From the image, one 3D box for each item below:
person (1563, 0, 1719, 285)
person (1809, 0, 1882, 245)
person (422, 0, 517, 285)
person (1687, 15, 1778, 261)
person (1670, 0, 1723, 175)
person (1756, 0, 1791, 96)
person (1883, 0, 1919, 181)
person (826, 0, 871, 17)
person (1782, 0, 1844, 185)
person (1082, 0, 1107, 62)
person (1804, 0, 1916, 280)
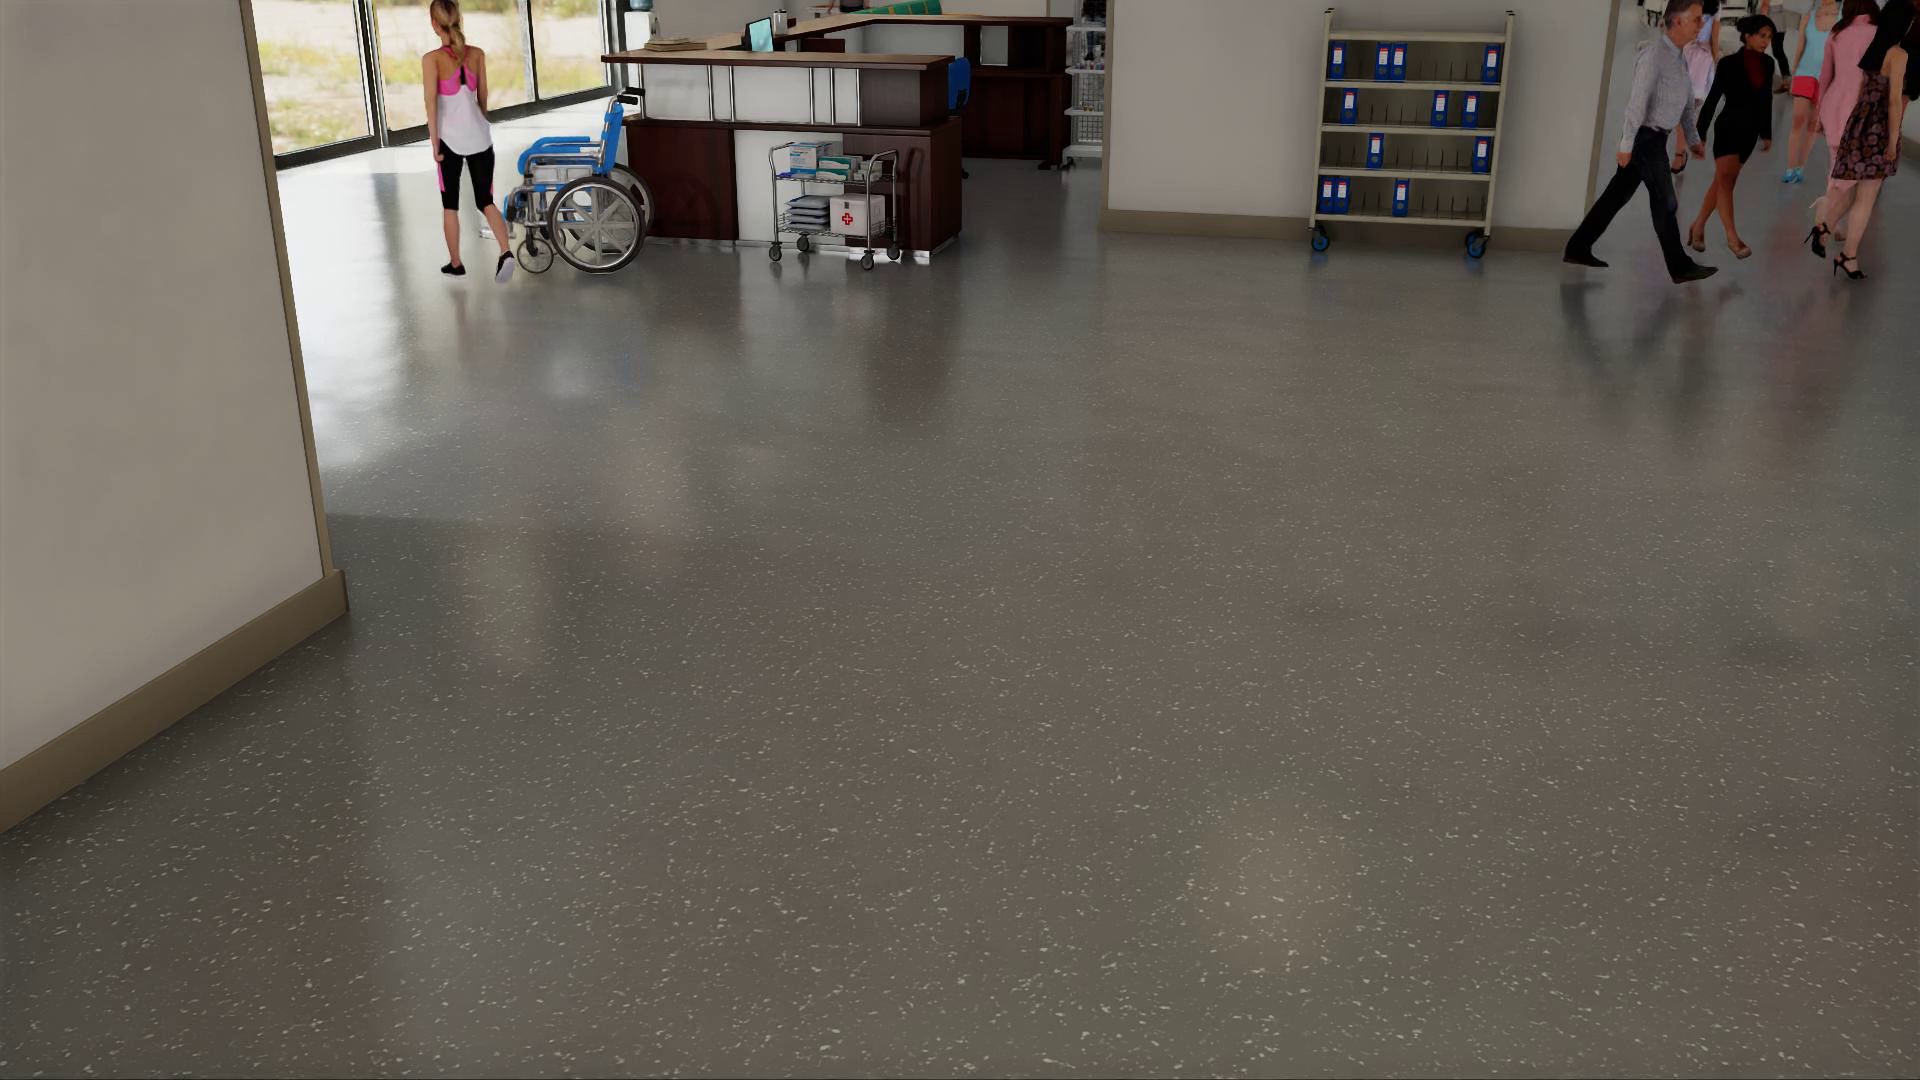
[{"bbox_3d":[4.300,-2.525,10.610,1.312,1.762,1.009,15,25,34],"label":"person"},{"bbox_3d":[6.226,-2.963,11.750,0.944,1.774,0.907,-14,25,-33],"label":"person"},{"bbox_3d":[-3.054,-2.453,10.423,1.010,1.758,1.169,-17,27,-38],"label":"person"},{"bbox_3d":[5.216,-2.704,11.314,1.053,1.597,0.945,-4,21,-9],"label":"person"},{"bbox_3d":[6.648,-4.245,15.111,0.955,1.788,0.905,14,25,32],"label":"person"},{"bbox_3d":[10.488,-6.594,21.331,1.159,1.778,1.053,-7,22,-17],"label":"person"},{"bbox_3d":[8.215,-4.044,14.566,1.010,1.800,0.797,11,23,27],"label":"person"},{"bbox_3d":[-1.547,-7.830,24.459,0.910,1.873,0.897,11,24,28],"label":"person"},{"bbox_3d":[7.468,-3.983,14.489,0.861,1.740,0.745,11,23,27],"label":"person"},{"bbox_3d":[2.175,-8.455,26.459,0.784,1.625,0.833,15,26,35],"label":"person"},{"bbox_3d":[5.789,-2.566,10.722,0.838,1.759,0.771,1,21,3],"label":"person"}]
